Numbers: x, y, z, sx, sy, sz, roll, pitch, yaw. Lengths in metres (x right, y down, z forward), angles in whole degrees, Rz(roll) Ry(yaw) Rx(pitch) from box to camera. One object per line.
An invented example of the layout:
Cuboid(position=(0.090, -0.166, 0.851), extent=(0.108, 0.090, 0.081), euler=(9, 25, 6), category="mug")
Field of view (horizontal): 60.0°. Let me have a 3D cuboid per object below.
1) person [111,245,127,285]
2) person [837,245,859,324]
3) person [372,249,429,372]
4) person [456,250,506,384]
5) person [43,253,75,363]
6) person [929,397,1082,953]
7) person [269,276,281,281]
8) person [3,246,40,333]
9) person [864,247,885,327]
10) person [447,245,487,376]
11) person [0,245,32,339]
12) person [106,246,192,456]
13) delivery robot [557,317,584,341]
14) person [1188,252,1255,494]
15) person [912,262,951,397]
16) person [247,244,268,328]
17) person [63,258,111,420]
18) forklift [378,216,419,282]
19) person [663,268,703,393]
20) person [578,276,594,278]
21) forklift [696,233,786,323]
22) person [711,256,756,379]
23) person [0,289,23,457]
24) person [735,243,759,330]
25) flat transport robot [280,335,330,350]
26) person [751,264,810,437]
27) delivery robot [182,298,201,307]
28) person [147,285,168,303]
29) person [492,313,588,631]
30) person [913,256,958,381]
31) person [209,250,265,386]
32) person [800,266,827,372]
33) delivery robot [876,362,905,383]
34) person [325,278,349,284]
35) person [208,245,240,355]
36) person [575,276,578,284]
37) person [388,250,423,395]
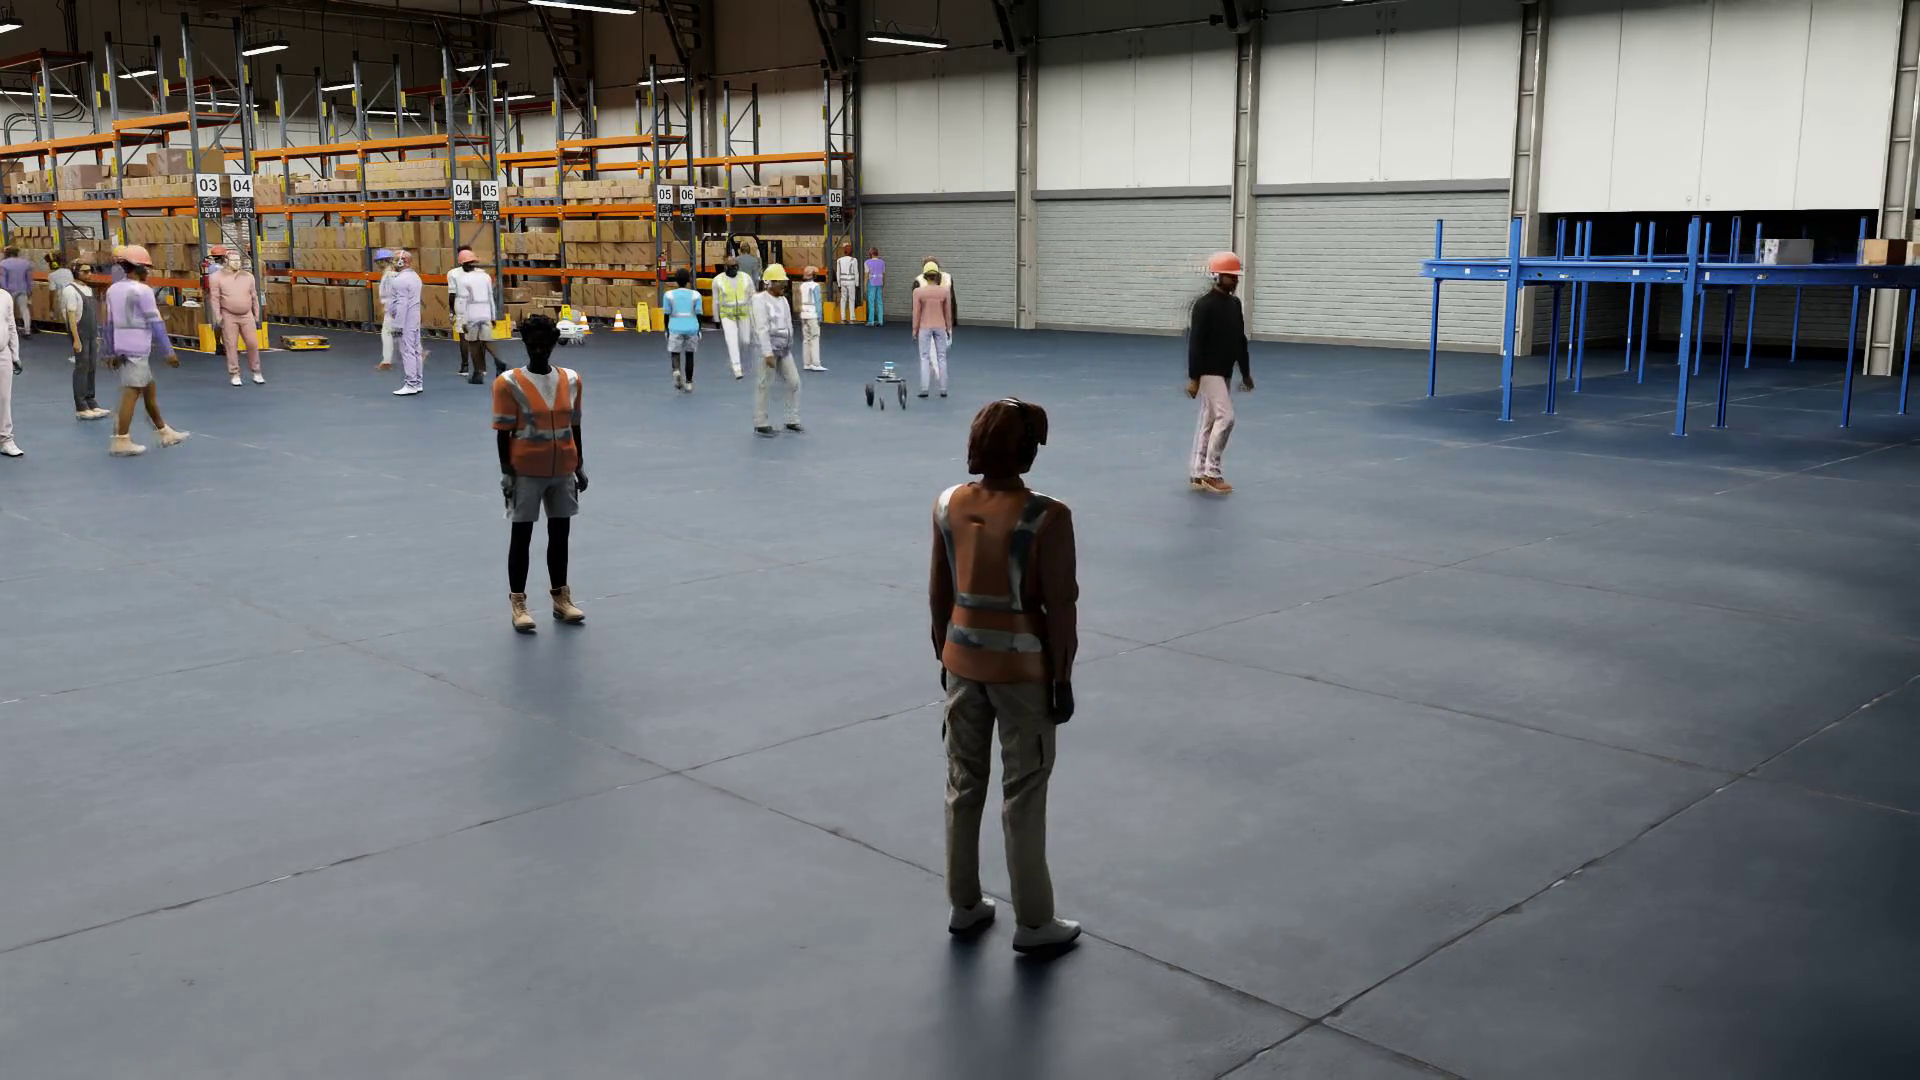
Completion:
Cuboid(position=(-14.716, -4.216, 29.317), extent=(0.587, 1.930, 0.355), euler=(10, 14, 43), category="person")
Cuboid(position=(-2.673, -6.113, 39.792), extent=(0.579, 1.882, 0.342), euler=(6, 12, 28), category="person")
Cuboid(position=(-8.831, -3.622, 26.151), extent=(0.845, 1.914, 0.622), euler=(-5, 11, -25), category="person")
Cuboid(position=(-6.864, -3.182, 23.756), extent=(0.676, 1.907, 0.577), euler=(9, 14, 41), category="person")
Cuboid(position=(-14.777, -3.828, 27.497), extent=(0.574, 1.817, 0.602), euler=(4, 11, 19), category="person")
Cuboid(position=(0.125, 0.398, 4.946), extent=(0.514, 1.641, 0.315), euler=(8, 13, 38), category="person")
Cuboid(position=(-20.225, -7.770, 49.002), extent=(0.565, 1.824, 0.624), euler=(-5, 11, -24), category="person")
Cuboid(position=(-20.430, -5.428, 36.123), extent=(0.592, 1.883, 0.820), euler=(-7, 12, -33), category="person")
Cuboid(position=(-1.975, -5.891, 38.714), extent=(0.563, 1.838, 0.378), euler=(-8, 13, -39), category="person")
Cuboid(position=(-7.456, -3.484, 25.229), extent=(0.612, 1.962, 0.363), euler=(-6, 12, -30), category="person")
Cuboid(position=(-19.387, -5.073, 34.082), extent=(1.008, 1.890, 0.658), euler=(8, 13, 36), category="person")
Cuboid(position=(-7.913, -1.850, 16.225), extent=(0.621, 1.997, 0.970), euler=(7, 13, 35), category="person")
Cuboid(position=(-7.589, -4.037, 31.954), extent=(0.707, 0.478, 0.477), euler=(4, 11, 23), category="delivery robot")
Cuboid(position=(2.169, -1.362, 13.654), extent=(0.645, 1.972, 0.636), euler=(7, 13, 35), category="person")
Cuboid(position=(-0.376, -2.764, 21.856), extent=(0.533, 1.765, 0.331), euler=(-3, 11, -15), category="person")
Cuboid(position=(-14.886, -5.277, 35.081), extent=(0.361, 1.939, 0.543), euler=(8, 13, 38), category="person")
Cuboid(position=(-10.155, -2.337, 19.305), extent=(0.330, 1.844, 0.520), euler=(-1, 10, -4), category="person")
Cuboid(position=(-17.868, -9.201, 54.028), extent=(1.873, 2.768, 1.129), euler=(-10, 14, -44), category="forklift")
Cuboid(position=(-3.720, -2.813, 22.359), extent=(0.537, 1.682, 0.520), euler=(-2, 11, -11), category="person")
Cuboid(position=(-9.434, -6.597, 42.149), extent=(0.627, 1.997, 1.054), euler=(-10, 14, -42), category="person")
Cuboid(position=(-5.496, -6.489, 41.108), extent=(2.313, 2.155, 1.214), euler=(-10, 14, -44), category="forklift")
Cuboid(position=(-3.389, -3.345, 24.914), extent=(0.679, 1.810, 0.722), euler=(-3, 11, -18), category="person")
Cuboid(position=(-9.277, -1.732, 15.837), extent=(0.406, 1.906, 0.654), euler=(8, 13, 38), category="person")
Cuboid(position=(-4.793, -5.684, 37.301), extent=(0.627, 1.941, 0.370), euler=(2, 11, 12), category="person")
Cuboid(position=(-12.326, -3.722, 31.269), extent=(0.652, 0.197, 1.431), euler=(-6, 12, -30), category="flat transport robot")
Cuboid(position=(-1.880, -1.977, 17.446), extent=(0.696, 1.808, 0.599), euler=(6, 12, 30), category="person")
Cuboid(position=(-19.241, -5.798, 41.558), extent=(0.477, 0.478, 0.707), euler=(-8, 13, -39), category="delivery robot")
Cuboid(position=(-19.354, -6.168, 39.946), extent=(0.550, 1.934, 0.625), euler=(7, 12, 32), category="person")
Cuboid(position=(-2.258, -0.374, 8.997), extent=(0.537, 1.697, 0.320), euler=(-9, 14, -40), category="person")
Cuboid(position=(-0.356, -3.264, 24.464), extent=(0.671, 1.808, 0.487), euler=(-4, 11, -21), category="person")
Cuboid(position=(-10.248, -3.145, 23.570), extent=(0.667, 1.904, 0.435), euler=(-8, 13, -38), category="person")
Cuboid(position=(-2.324, -3.462, 26.030), extent=(0.324, 1.634, 0.515), euler=(-7, 13, -35), category="person")
Cuboid(position=(-0.886, -2.100, 20.685), extent=(0.335, 0.223, 0.698), euler=(-2, 11, -11), category="delivery robot")
Cuboid(position=(-17.158, -7.233, 45.748), extent=(0.633, 1.947, 1.018), euler=(-4, 11, -22), category="person")
Cuboid(position=(-13.097, -4.260, 29.522), extent=(0.552, 1.942, 0.342), euler=(9, 14, 42), category="person")
Cuboid(position=(-10.354, -7.108, 45.628), extent=(0.483, 1.737, 0.320), euler=(4, 11, 19), category="person")
Cuboid(position=(-7.405, -2.900, 22.197), extent=(0.408, 1.913, 0.641), euler=(0, 10, 0), category="person")
